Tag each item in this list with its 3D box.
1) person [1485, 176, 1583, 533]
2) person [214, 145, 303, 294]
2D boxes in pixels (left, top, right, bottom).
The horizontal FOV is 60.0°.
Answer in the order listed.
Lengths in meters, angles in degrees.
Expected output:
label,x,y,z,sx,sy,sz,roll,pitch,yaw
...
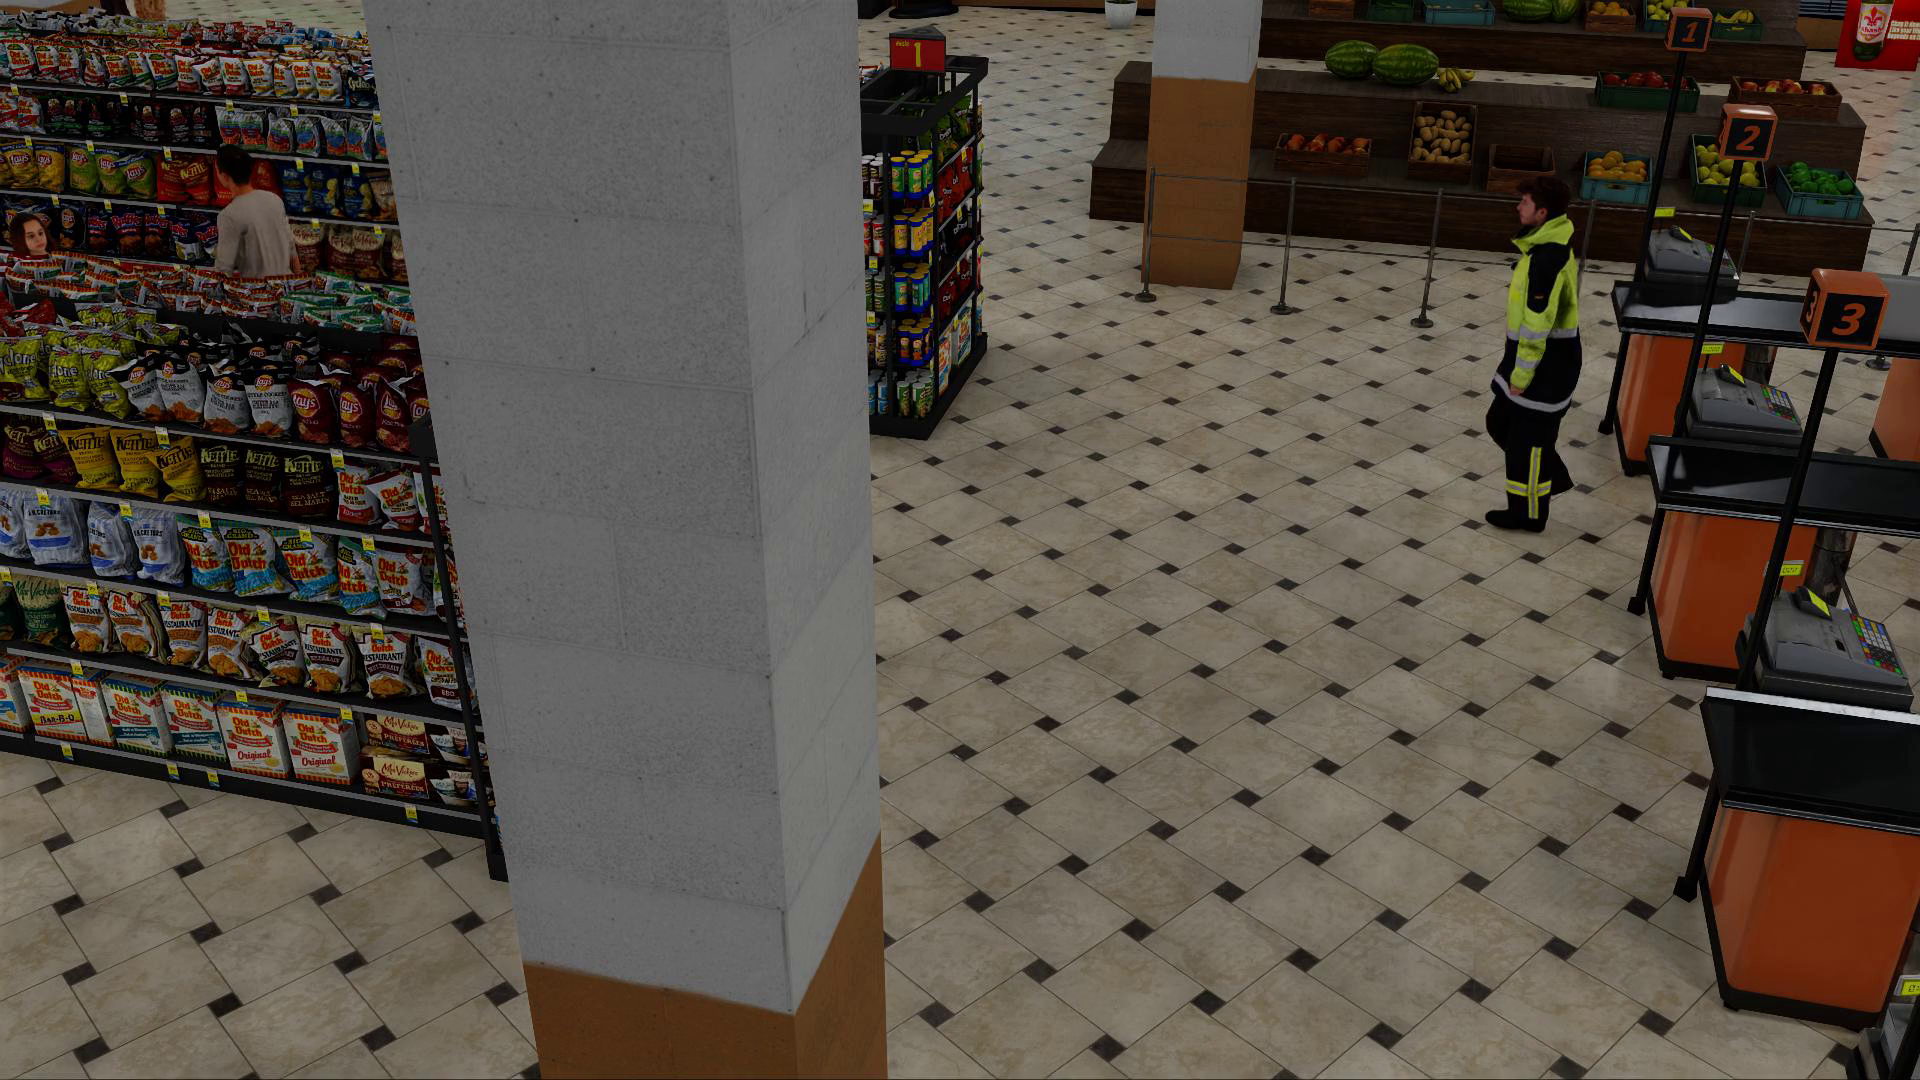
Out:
label,x,y,z,sx,sy,sz,roll,pitch,yaw
person,3.152,-0.939,8.792,0.783,1.956,0.768,7,29,13
person,-4.004,-1.432,9.865,0.817,1.793,0.659,5,29,9
